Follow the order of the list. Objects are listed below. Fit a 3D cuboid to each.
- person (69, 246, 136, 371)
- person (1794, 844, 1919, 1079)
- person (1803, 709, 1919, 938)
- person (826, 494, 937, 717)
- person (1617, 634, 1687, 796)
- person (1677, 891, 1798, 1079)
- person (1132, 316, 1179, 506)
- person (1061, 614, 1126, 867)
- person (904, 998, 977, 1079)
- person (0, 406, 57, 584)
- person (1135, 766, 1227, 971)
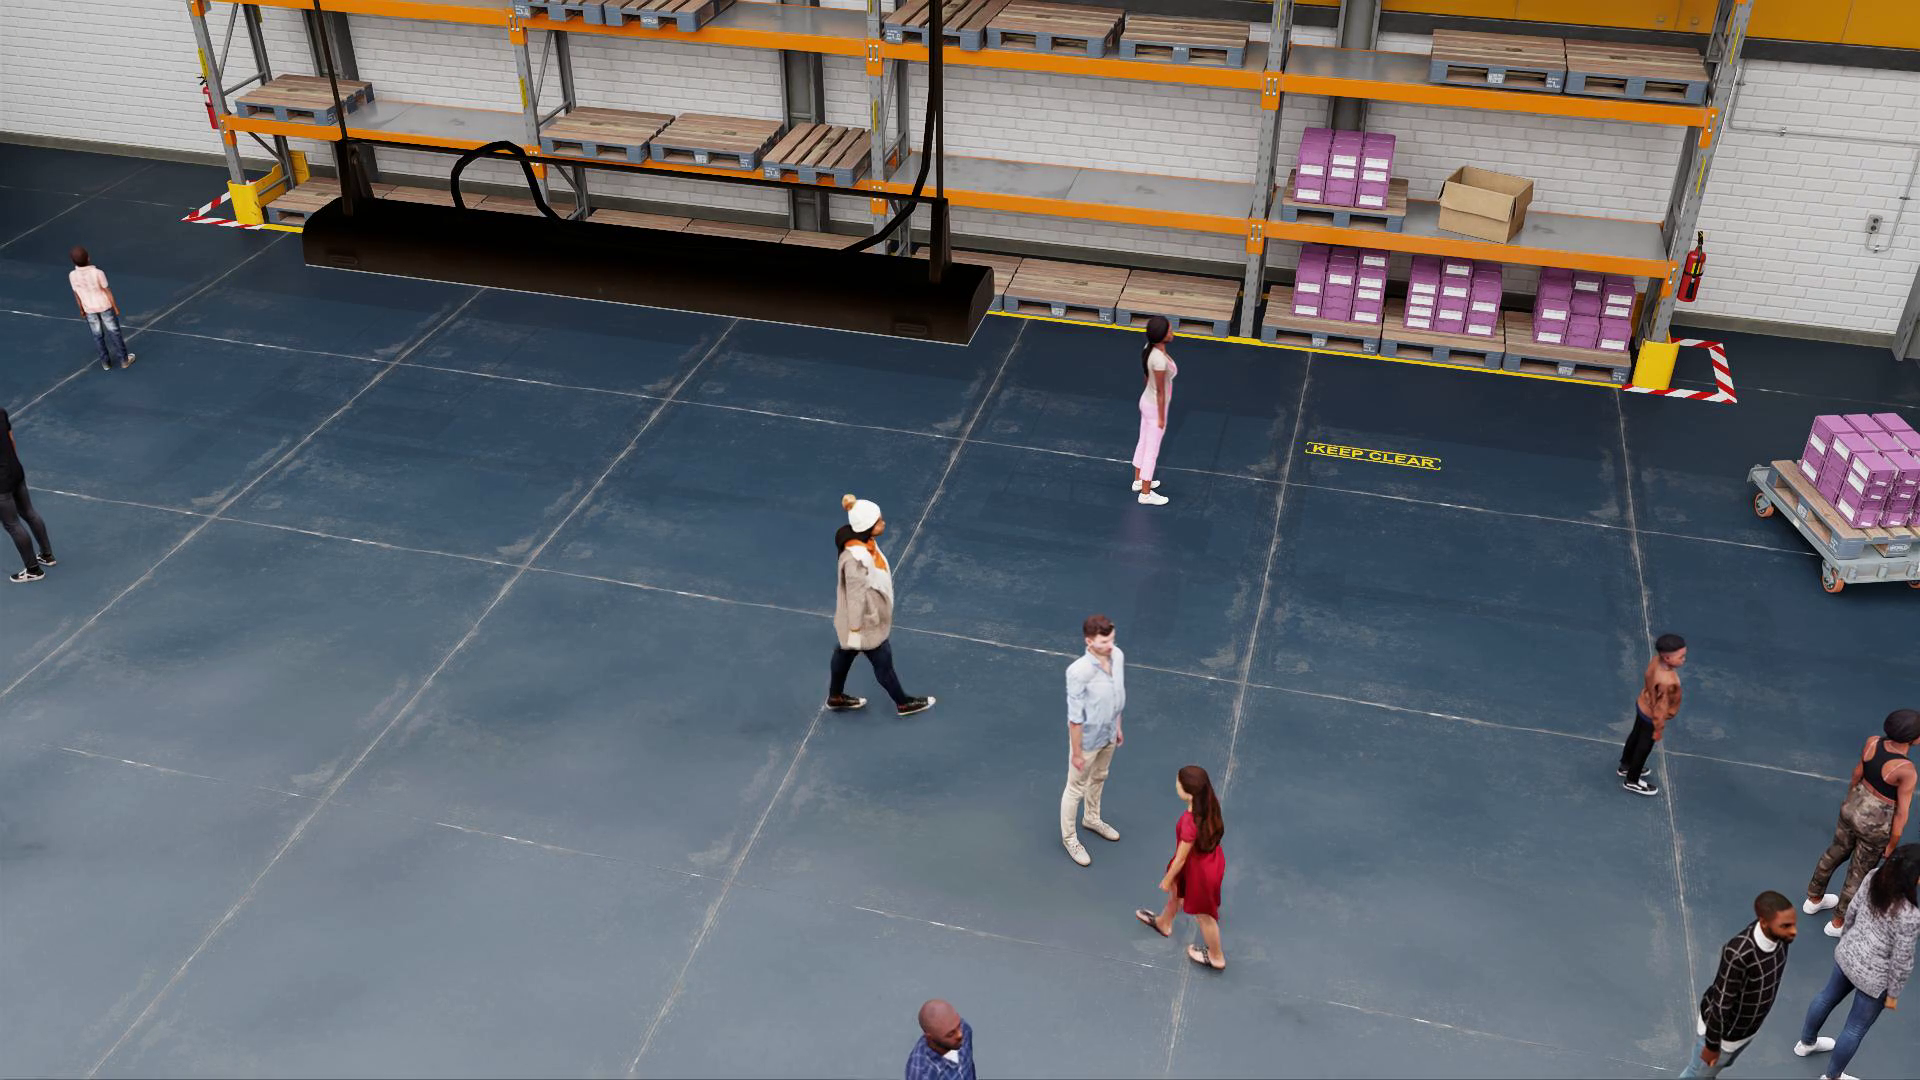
[{"bbox_3d":[-8.583,-2.315,16.543,0.553,1.306,0.645,-7,34,-11],"label":"person"},{"bbox_3d":[5.005,2.330,9.170,0.655,1.732,0.686,-4,34,-7],"label":"person"},{"bbox_3d":[5.536,1.704,10.141,0.669,1.700,0.662,-8,34,-11],"label":"person"},{"bbox_3d":[-0.806,0.499,11.810,1.150,1.859,0.955,-4,34,-5],"label":"person"},{"bbox_3d":[4.718,1.166,11.352,0.501,1.256,0.543,5,34,7],"label":"person"},{"bbox_3d":[4.067,2.523,8.801,0.748,1.820,0.782,-22,39,-29],"label":"person"},{"bbox_3d":[1.679,-1.140,14.383,0.631,1.741,0.642,-4,34,-6],"label":"person"},{"bbox_3d":[0.856,1.241,10.705,0.729,1.847,0.731,28,43,36],"label":"person"},{"bbox_3d":[-0.149,2.886,8.278,1.099,1.794,0.779,15,36,21],"label":"person"},{"bbox_3d":[-7.681,-0.509,13.348,0.588,1.836,0.666,3,34,5],"label":"person"},{"bbox_3d":[1.487,1.985,9.876,0.936,1.525,0.695,19,38,26],"label":"person"}]
